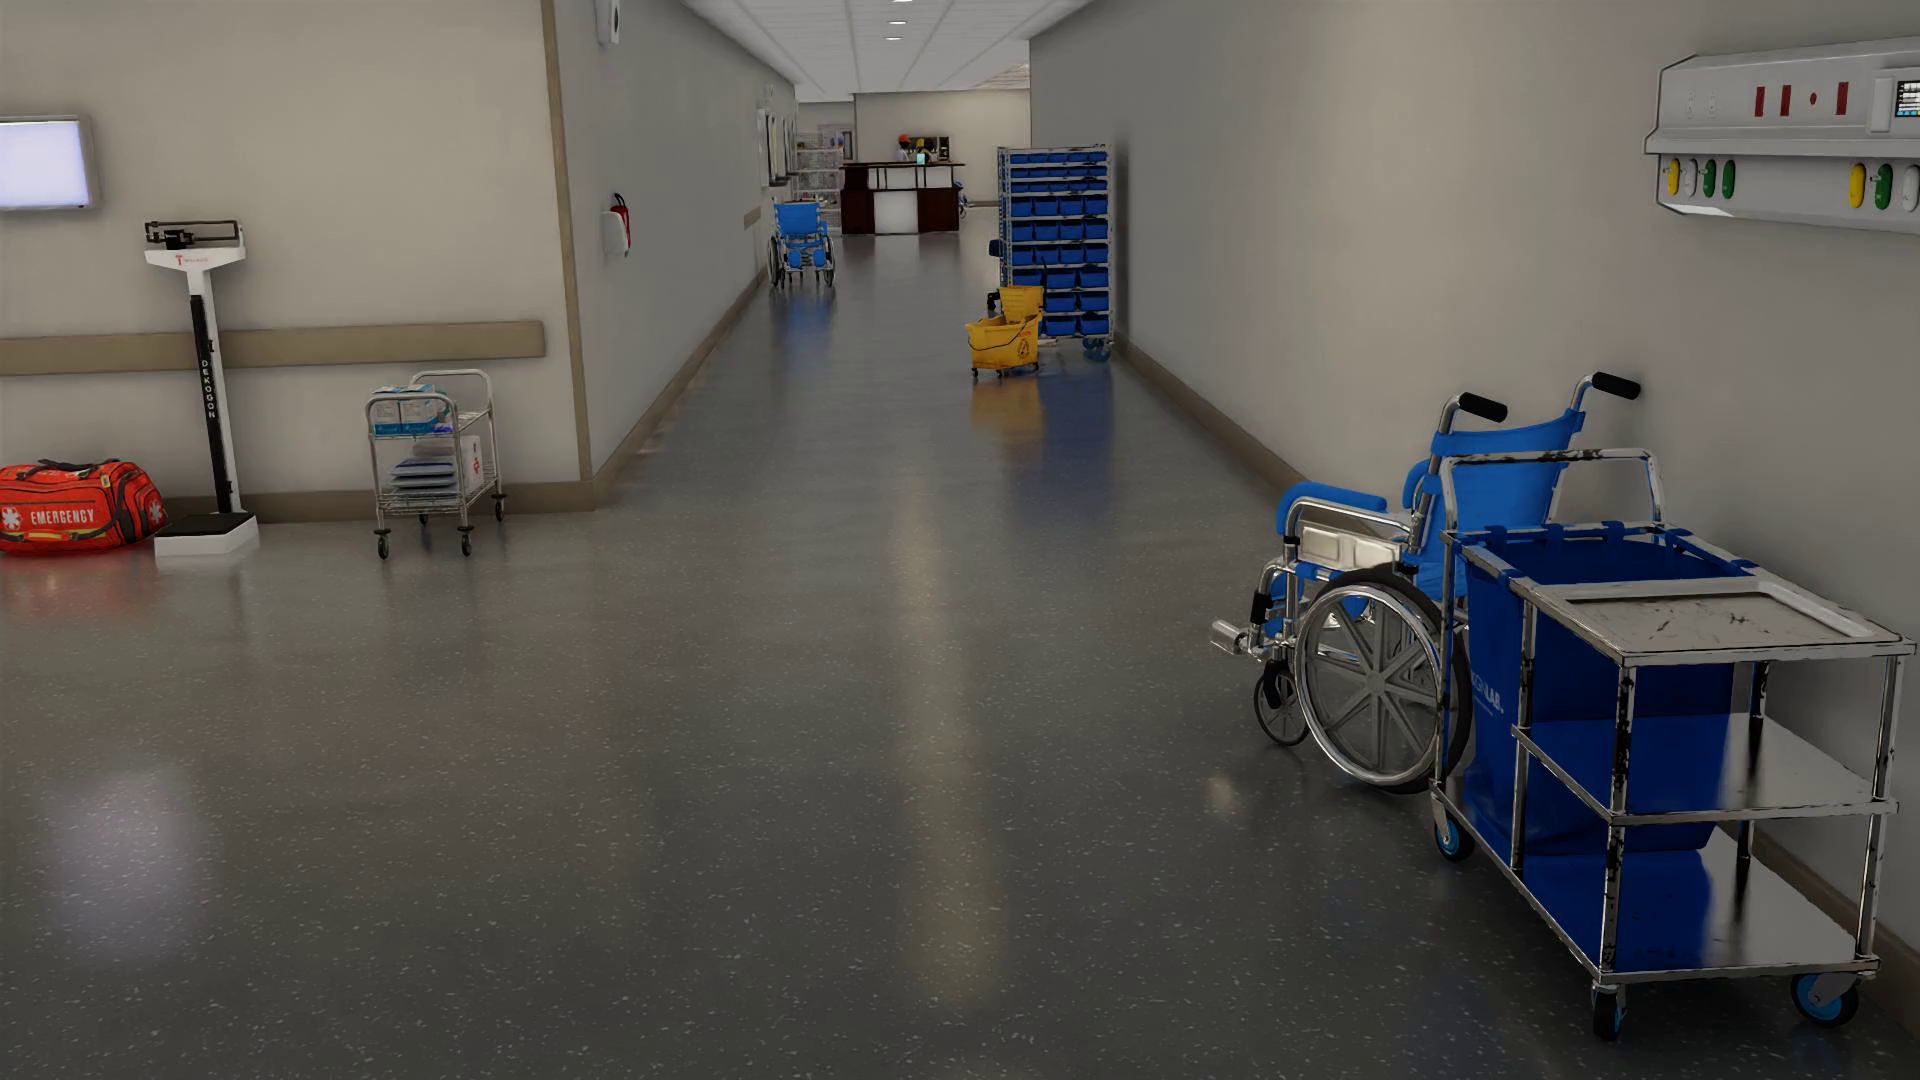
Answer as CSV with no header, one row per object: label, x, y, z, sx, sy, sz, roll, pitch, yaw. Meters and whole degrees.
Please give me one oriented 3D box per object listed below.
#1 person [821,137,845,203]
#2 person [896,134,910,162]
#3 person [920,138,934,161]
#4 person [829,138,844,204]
person,-3.601,-10.636,47.985,0.796,1.921,0.611,-3,14,-4
person,-1.366,-8.929,40.654,0.379,1.938,0.547,0,14,6
person,-0.742,-8.455,38.869,0.431,1.836,0.625,0,14,7
person,-3.647,-10.827,48.791,0.399,1.909,0.642,4,15,24
